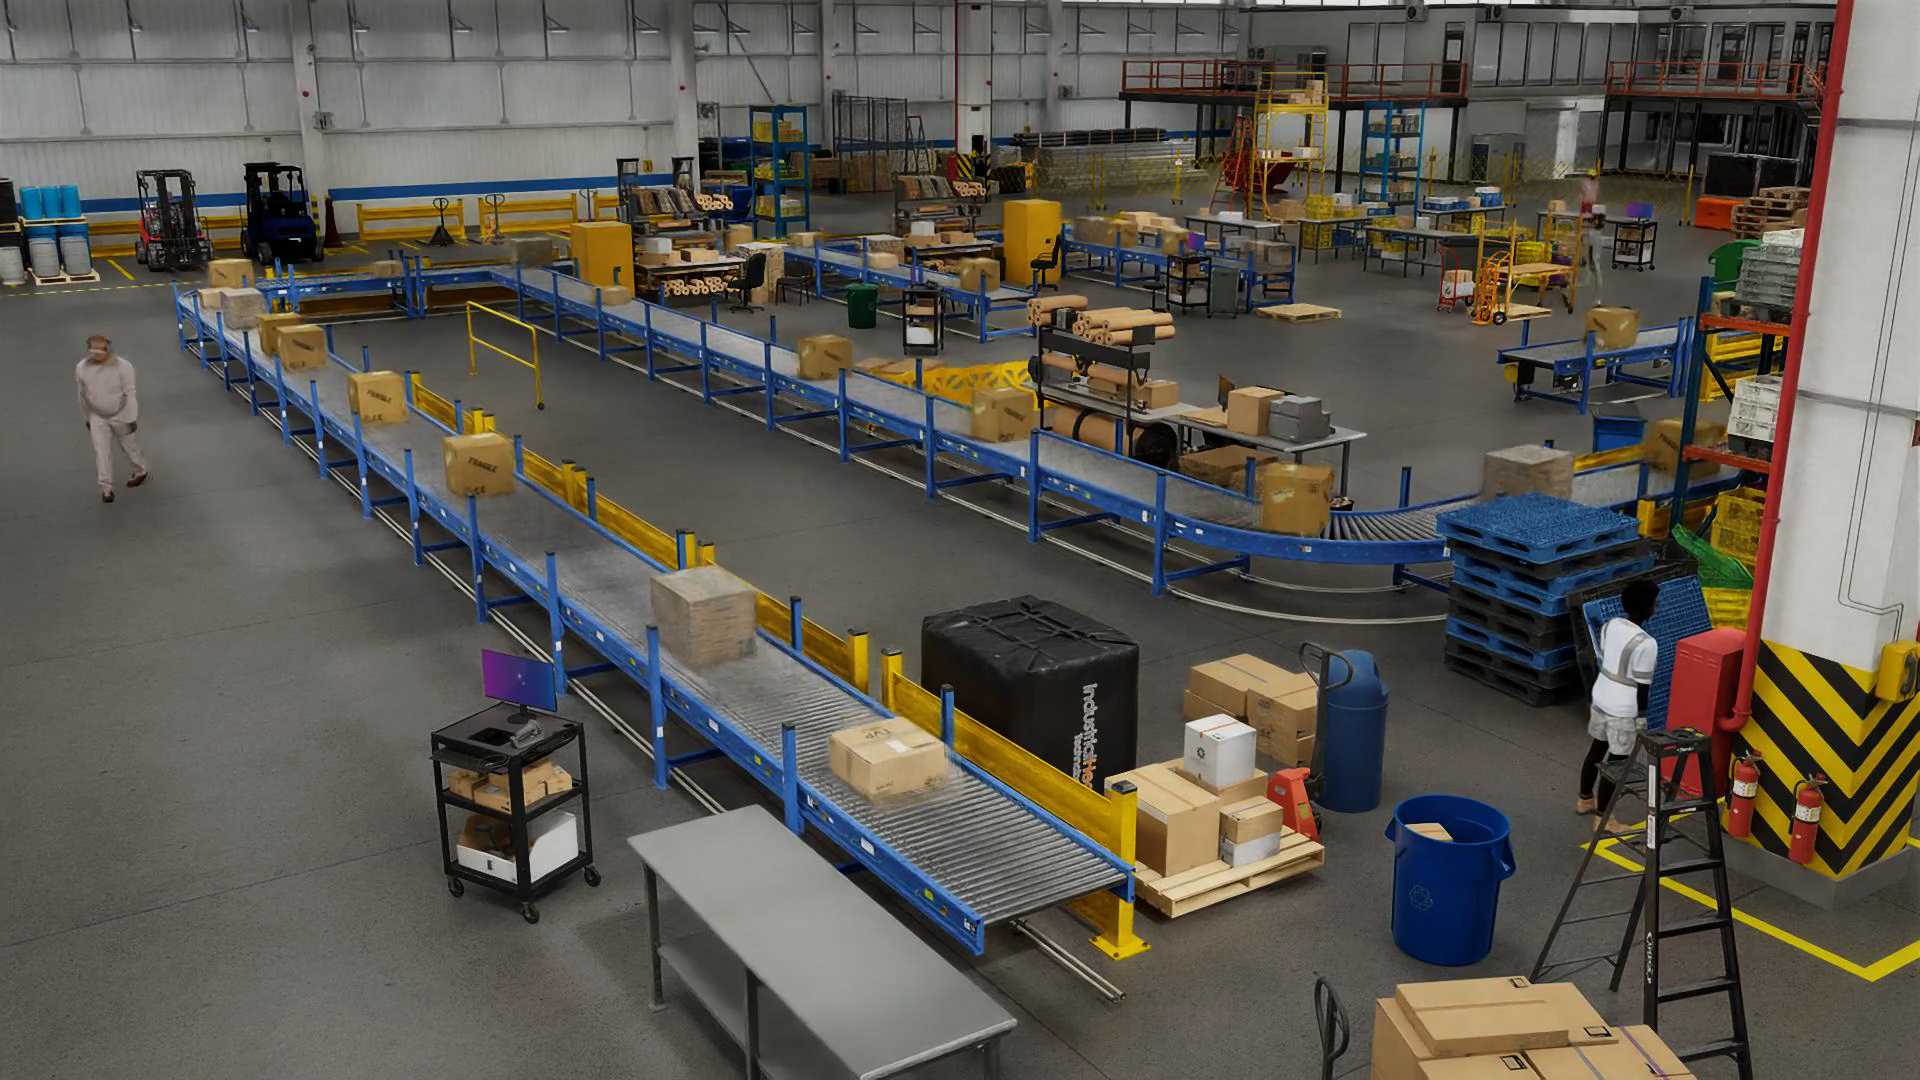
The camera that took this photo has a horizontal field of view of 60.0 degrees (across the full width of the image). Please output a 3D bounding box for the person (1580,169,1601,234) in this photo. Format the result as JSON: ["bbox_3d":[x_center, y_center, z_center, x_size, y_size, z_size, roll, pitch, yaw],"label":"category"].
[{"bbox_3d":[16.586,-8.904,43.819,0.537,1.720,0.930,2,17,5],"label":"person"}]

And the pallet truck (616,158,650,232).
[{"bbox_3d":[-8.918,-9.176,44.255,0.823,1.965,1.885,-9,19,-27],"label":"pallet truck"}]

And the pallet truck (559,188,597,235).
[{"bbox_3d":[-10.010,-8.652,43.699,0.653,1.274,1.630,-10,20,-31],"label":"pallet truck"}]

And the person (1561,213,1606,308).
[{"bbox_3d":[11.953,-5.283,31.576,0.814,1.842,0.528,15,22,40],"label":"person"}]

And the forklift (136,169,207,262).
[{"bbox_3d":[-17.842,-7.318,37.559,1.157,1.987,2.680,-10,20,-31],"label":"forklift"}]

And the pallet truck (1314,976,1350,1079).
[{"bbox_3d":[2.299,2.390,7.086,1.601,1.201,0.680,-2,17,-7],"label":"pallet truck"}]

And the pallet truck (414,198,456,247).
[{"bbox_3d":[-13.250,-8.060,41.856,0.680,1.201,1.601,-10,20,-31],"label":"pallet truck"}]

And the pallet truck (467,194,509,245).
[{"bbox_3d":[-11.983,-8.177,42.137,0.704,1.261,1.522,-11,20,-33],"label":"pallet truck"}]

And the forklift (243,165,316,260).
[{"bbox_3d":[-15.898,-7.669,38.708,1.157,1.987,2.680,-11,20,-33],"label":"forklift"}]

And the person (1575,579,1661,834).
[{"bbox_3d":[4.261,1.063,10.724,0.325,1.689,0.546,-1,17,-5],"label":"person"}]

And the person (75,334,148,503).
[{"bbox_3d":[-9.525,-1.420,18.678,0.645,1.871,0.877,-3,17,-9],"label":"person"}]

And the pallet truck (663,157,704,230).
[{"bbox_3d":[-7.586,-9.308,44.692,0.823,1.965,1.885,-11,20,-33],"label":"pallet truck"}]

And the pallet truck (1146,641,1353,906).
[{"bbox_3d":[1.664,1.407,10.232,1.630,1.274,0.653,-10,20,-31],"label":"pallet truck"}]
